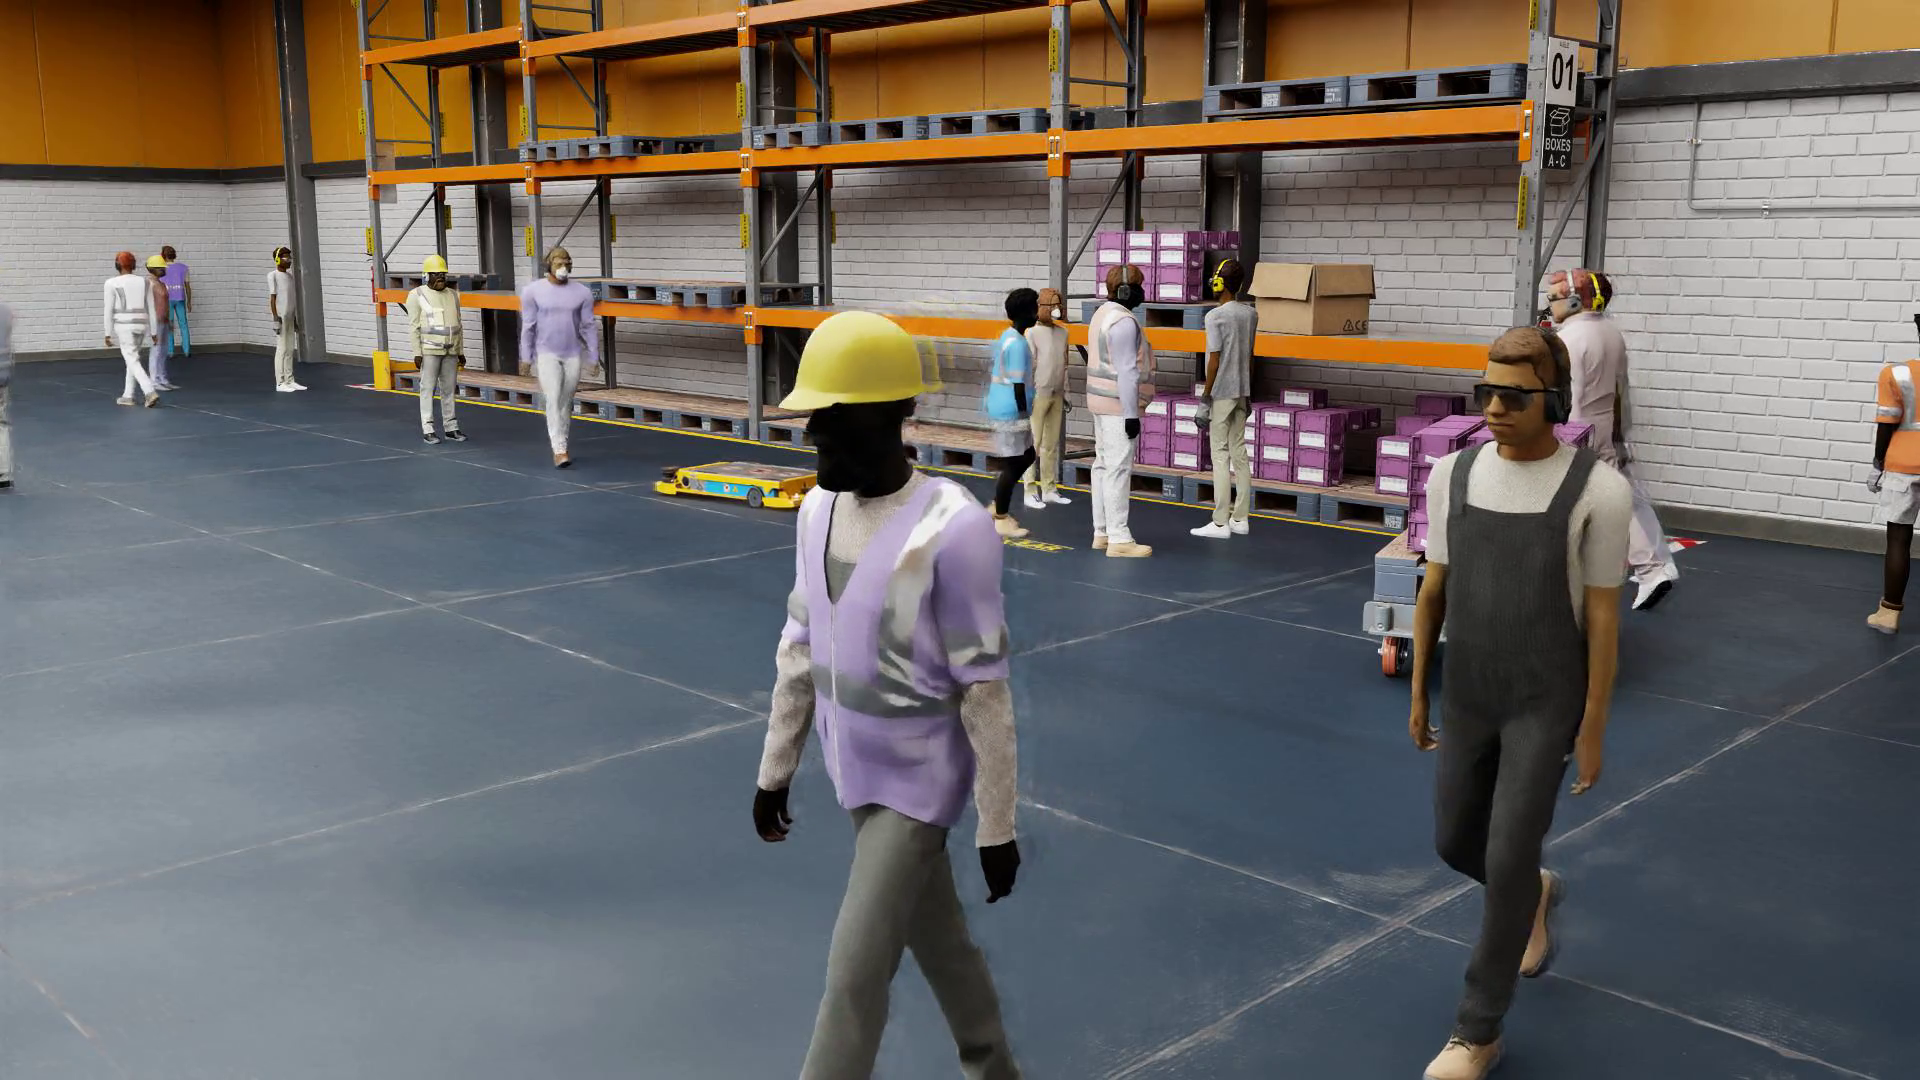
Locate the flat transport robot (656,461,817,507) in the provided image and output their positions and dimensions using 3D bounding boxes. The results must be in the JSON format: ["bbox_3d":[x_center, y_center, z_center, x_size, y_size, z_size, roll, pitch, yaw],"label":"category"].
[{"bbox_3d":[-1.596,-0.440,12.773,1.431,0.197,0.652,7,13,35],"label":"flat transport robot"}]

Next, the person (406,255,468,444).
[{"bbox_3d":[-5.094,-1.863,16.270,0.404,1.833,0.589,8,13,37],"label":"person"}]

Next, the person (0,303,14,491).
[{"bbox_3d":[-7.700,-1.266,13.072,0.433,1.813,0.606,4,11,19],"label":"person"}]

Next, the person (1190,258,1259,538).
[{"bbox_3d":[1.772,-0.944,11.157,0.520,1.873,0.328,-9,14,-42],"label":"person"}]

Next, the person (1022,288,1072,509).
[{"bbox_3d":[0.650,-1.058,12.426,0.279,1.633,0.500,10,14,42],"label":"person"}]

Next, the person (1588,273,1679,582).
[{"bbox_3d":[3.742,-0.618,9.570,0.900,1.815,0.582,4,11,19],"label":"person"}]

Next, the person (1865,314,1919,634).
[{"bbox_3d":[4.886,-0.356,8.423,0.530,1.697,0.321,2,11,11],"label":"person"}]

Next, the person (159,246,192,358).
[{"bbox_3d":[-13.004,-3.929,27.494,0.569,1.848,0.384,-8,13,-38],"label":"person"}]

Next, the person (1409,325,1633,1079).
[{"bbox_3d":[1.377,0.381,4.086,0.515,1.823,0.741,10,14,42],"label":"person"}]

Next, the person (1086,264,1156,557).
[{"bbox_3d":[1.022,-0.820,10.561,0.430,1.845,0.622,-2,11,-9],"label":"person"}]

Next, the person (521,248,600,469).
[{"bbox_3d":[-3.447,-1.575,14.489,0.648,1.901,0.951,-5,12,-27],"label":"person"}]

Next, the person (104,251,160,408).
[{"bbox_3d":[-9.773,-2.487,19.648,0.935,1.849,0.584,7,12,32],"label":"person"}]

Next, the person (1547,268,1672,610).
[{"bbox_3d":[3.418,-0.541,9.023,0.646,1.860,0.971,-9,14,-41],"label":"person"}]

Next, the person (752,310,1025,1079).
[{"bbox_3d":[-0.198,0.479,3.390,1.003,1.869,0.617,-7,13,-35],"label":"person"}]

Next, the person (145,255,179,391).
[{"bbox_3d":[-10.431,-2.825,21.699,0.321,1.768,0.533,-1,10,-5],"label":"person"}]

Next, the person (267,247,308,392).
[{"bbox_3d":[-8.762,-2.863,21.629,0.315,1.866,0.534,1,10,7],"label":"person"}]

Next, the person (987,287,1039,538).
[{"bbox_3d":[0.362,-0.843,11.115,0.366,1.678,0.562,-1,10,-5],"label":"person"}]
